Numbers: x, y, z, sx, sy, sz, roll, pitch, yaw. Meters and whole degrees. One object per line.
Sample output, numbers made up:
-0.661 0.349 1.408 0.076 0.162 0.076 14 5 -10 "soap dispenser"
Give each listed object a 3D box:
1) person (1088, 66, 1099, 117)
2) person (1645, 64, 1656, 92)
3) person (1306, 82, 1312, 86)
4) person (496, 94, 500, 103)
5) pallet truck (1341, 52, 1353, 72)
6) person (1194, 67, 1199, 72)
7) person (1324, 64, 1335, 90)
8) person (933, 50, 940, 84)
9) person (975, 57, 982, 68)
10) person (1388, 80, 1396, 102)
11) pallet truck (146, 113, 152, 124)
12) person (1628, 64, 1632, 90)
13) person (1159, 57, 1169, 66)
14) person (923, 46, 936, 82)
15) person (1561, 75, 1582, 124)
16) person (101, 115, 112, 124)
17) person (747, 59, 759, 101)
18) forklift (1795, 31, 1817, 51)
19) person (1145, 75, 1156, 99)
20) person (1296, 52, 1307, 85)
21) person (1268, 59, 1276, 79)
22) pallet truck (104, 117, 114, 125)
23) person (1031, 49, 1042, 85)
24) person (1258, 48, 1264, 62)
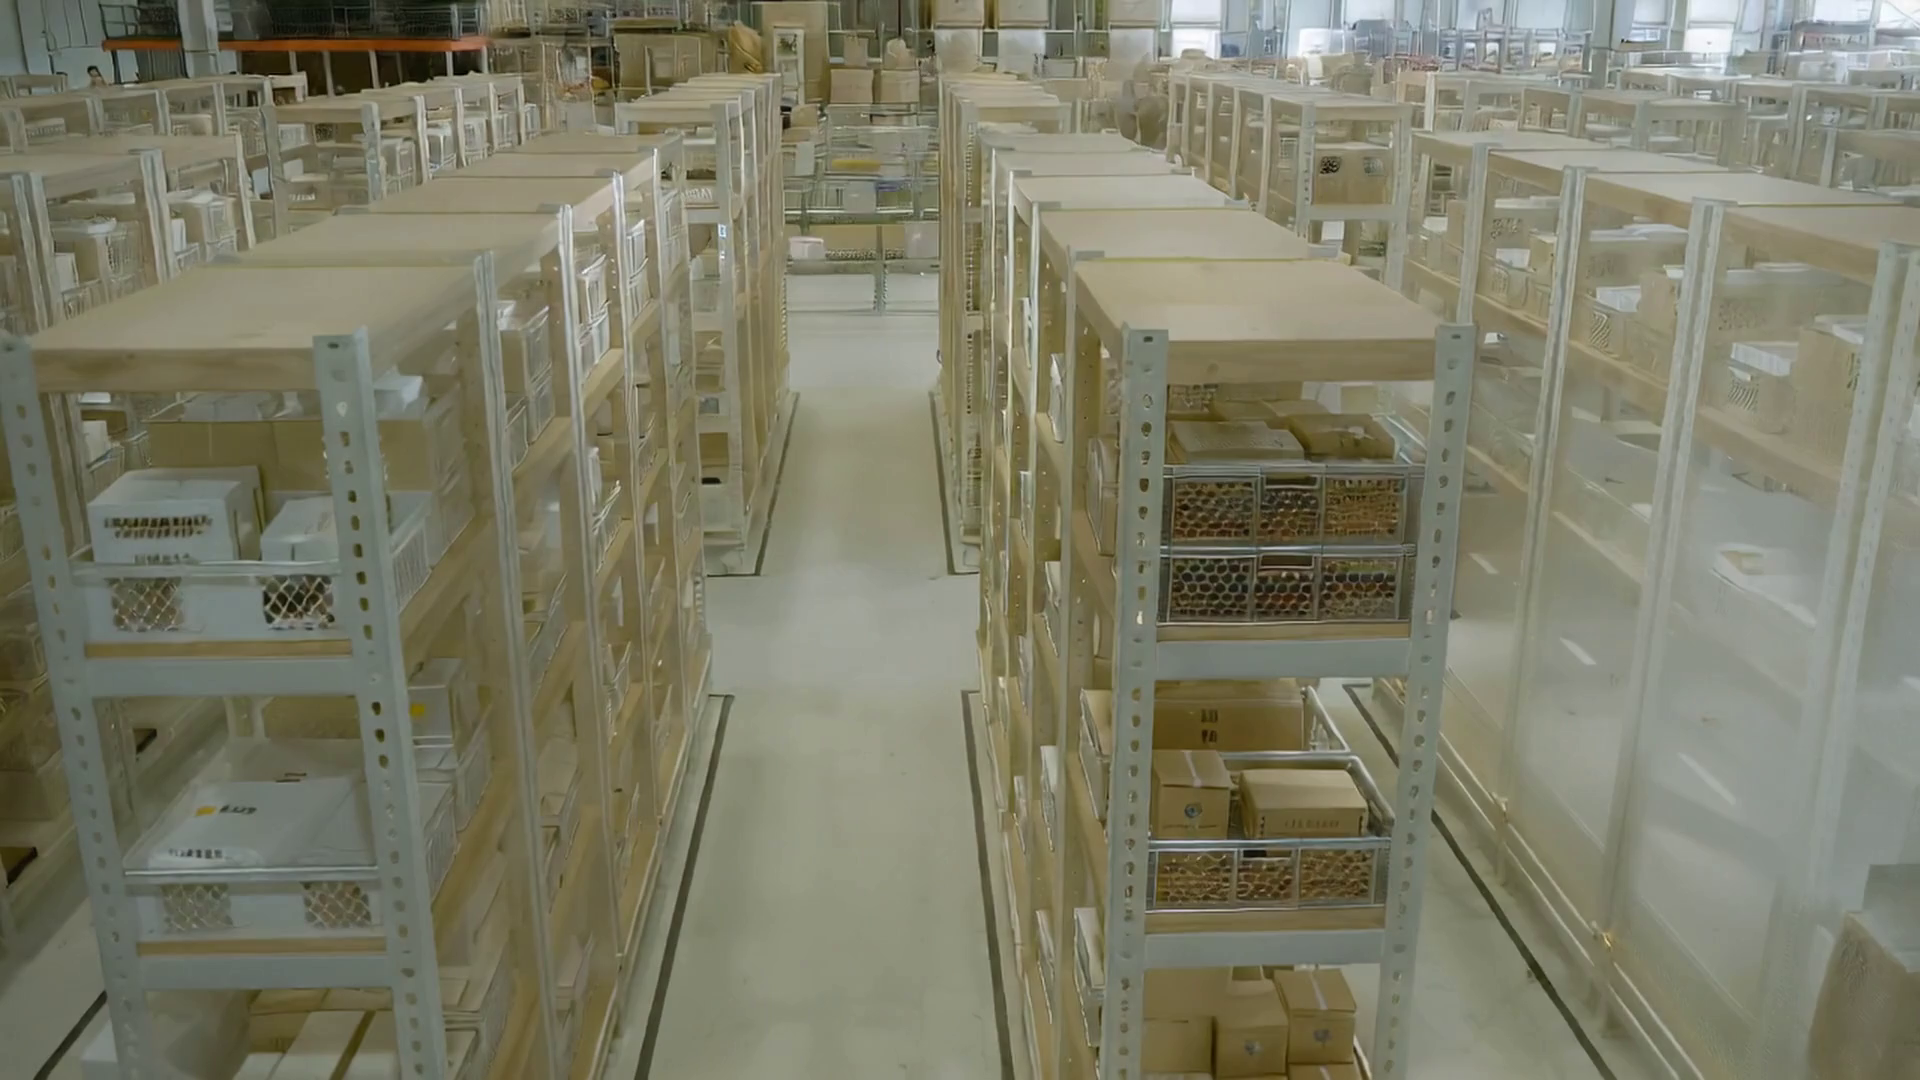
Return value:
5.263 -17.551 65.086 0.373 1.934 0.551 -14 22 -36 "person"
30.785 -20.425 74.086 0.574 1.876 0.355 -7 19 -21 "person"
11.923 -14.856 57.140 0.320 1.692 0.534 7 19 20 "person"
-12.051 -10.830 44.218 1.059 1.987 0.624 -6 19 -18 "person"
18.794 -23.123 82.231 0.823 1.965 1.885 -13 22 -35 "pallet truck"
9.161 -17.692 65.621 0.544 1.872 0.634 -2 18 -7 "person"
15.534 -19.117 70.062 0.449 1.851 0.552 -15 23 -39 "person"
-1.301 -26.031 91.502 0.429 1.831 0.641 -5 19 -15 "person"
0.862 -23.488 83.826 0.839 1.701 0.507 14 23 38 "person"
15.067 -15.087 57.766 0.735 1.743 0.526 12 22 34 "person"
-18.087 -8.309 36.390 1.885 1.965 0.823 -1 18 -4 "pallet truck"
30.373 -21.038 75.974 0.584 1.882 0.972 -15 23 -38 "person"
9.771 -22.118 79.405 0.628 1.829 0.453 -17 24 -42 "person"
-1.657 -26.887 93.922 0.809 1.975 0.608 2 18 8 "person"
20.169 -14.312 54.895 0.684 2.000 0.538 10 20 28 "person"
-21.317 -9.890 41.438 0.451 1.899 0.661 10 20 28 "person"
-9.279 -20.647 74.752 0.584 1.881 0.339 2 18 7 "person"
45.898 -26.250 90.495 1.129 2.768 1.873 -1 18 -2 "forklift"
6.573 -15.197 57.851 1.028 1.909 0.614 0 18 -1 "person"
17.072 -23.378 83.114 0.370 1.940 0.631 -17 24 -42 "person"
15.085 -22.394 80.474 0.321 1.691 0.535 16 24 41 "person"
-18.367 -7.885 35.078 1.885 1.965 0.823 1 18 2 "pallet truck"
4.051 -25.280 89.007 0.633 1.934 0.620 13 22 34 "person"
16.308 -25.720 90.379 0.372 1.931 0.552 0 18 -1 "person"
